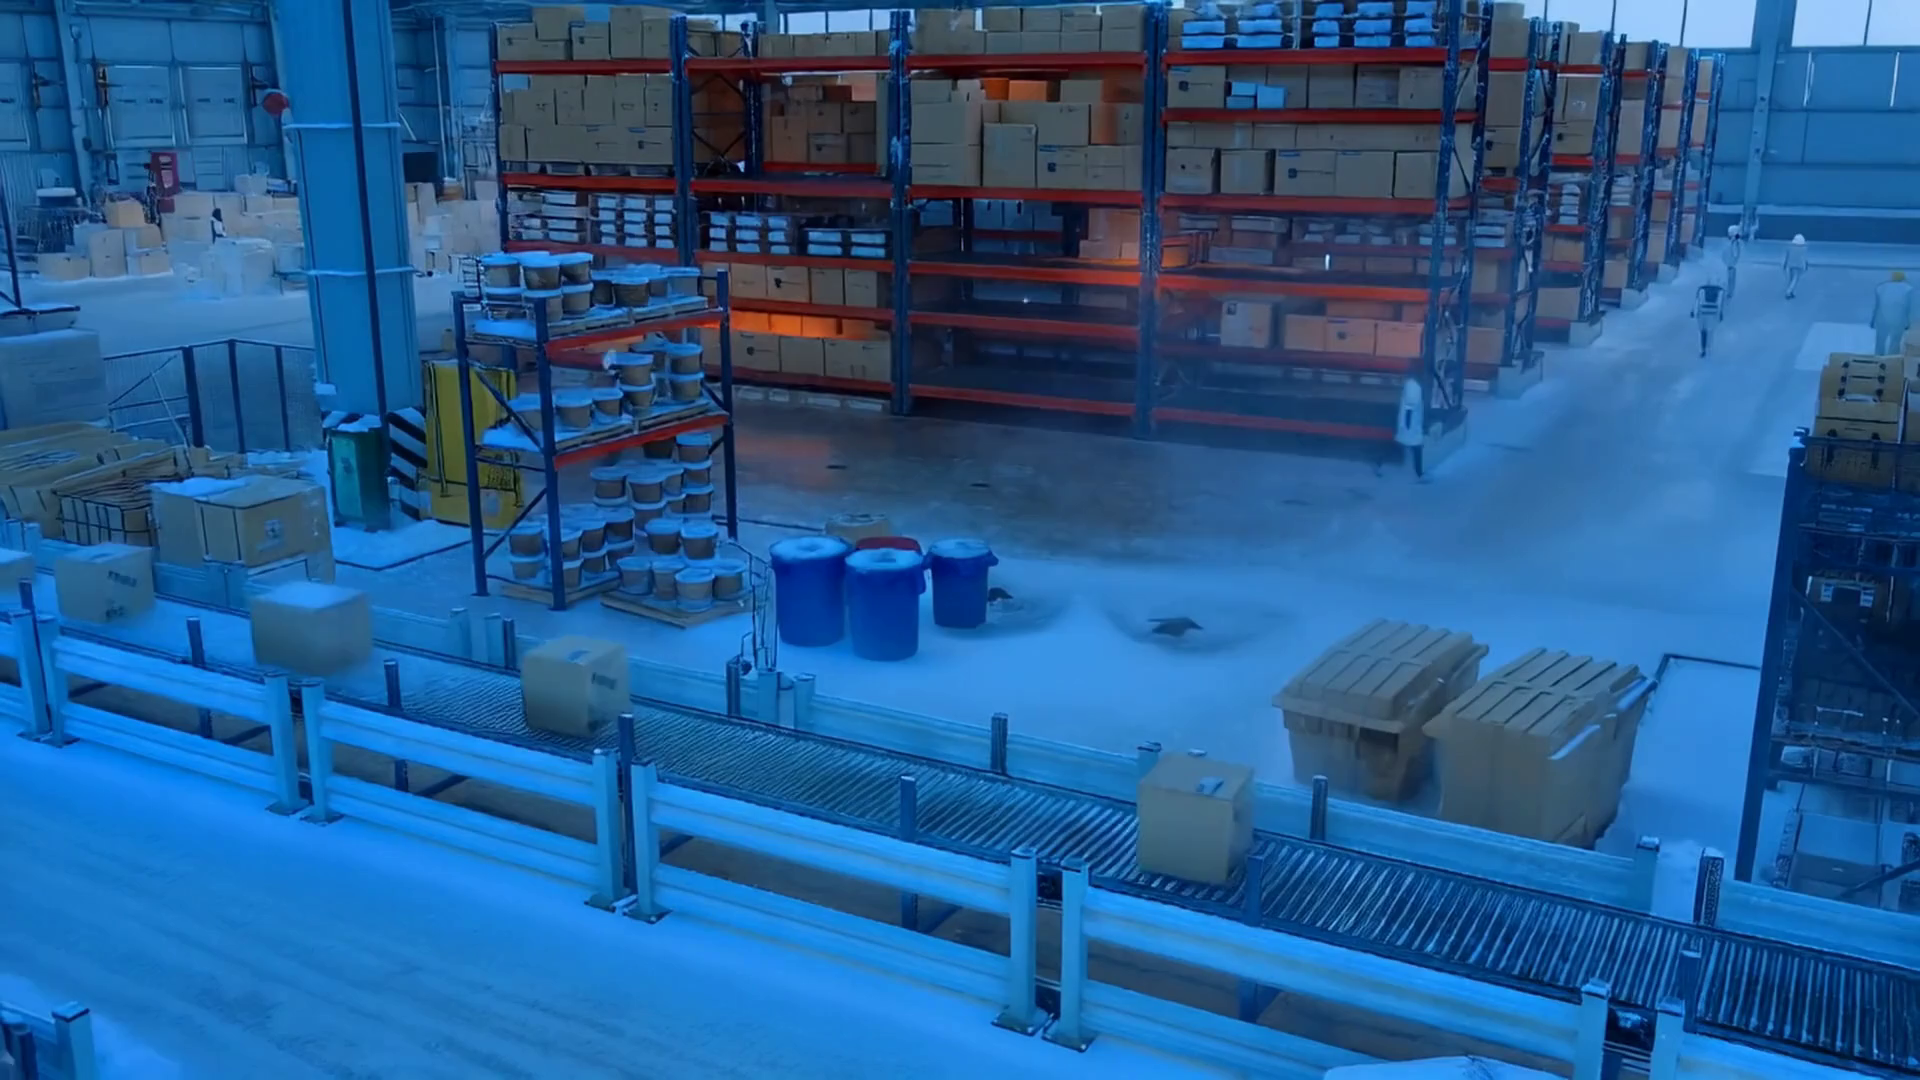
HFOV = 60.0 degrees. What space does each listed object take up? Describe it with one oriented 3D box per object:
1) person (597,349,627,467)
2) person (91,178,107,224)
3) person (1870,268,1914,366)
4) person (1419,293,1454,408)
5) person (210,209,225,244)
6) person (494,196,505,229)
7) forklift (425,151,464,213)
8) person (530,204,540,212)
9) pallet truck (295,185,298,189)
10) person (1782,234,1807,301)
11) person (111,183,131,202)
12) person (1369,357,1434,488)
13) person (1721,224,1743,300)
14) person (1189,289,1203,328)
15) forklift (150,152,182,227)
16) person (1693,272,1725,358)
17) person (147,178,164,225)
[{"bbox_3d":[-4.282,-1.454,20.599,0.423,1.813,0.612,8,17,29],"label":"person"},{"bbox_3d":[-31.743,-12.349,61.329,0.542,1.937,0.360,-2,15,-6],"label":"person"},{"bbox_3d":[16.756,-3.962,29.966,0.667,1.847,1.005,9,17,31],"label":"person"},{"bbox_3d":[7.286,-2.846,25.603,0.372,1.940,0.629,-7,17,-26],"label":"person"},{"bbox_3d":[-20.410,-8.191,45.876,0.508,1.846,0.345,10,18,33],"label":"person"},{"bbox_3d":[-14.285,-9.712,51.545,0.604,1.872,0.970,10,18,33],"label":"person"},{"bbox_3d":[-20.276,-13.633,64.351,1.873,2.768,1.129,1,15,2],"label":"forklift"},{"bbox_3d":[-11.859,-8.488,46.833,0.598,1.921,0.636,9,17,30],"label":"person"},{"bbox_3d":[-26.804,-14.617,69.738,1.885,1.965,0.823,-14,20,-42],"label":"pallet truck"},{"bbox_3d":[20.325,-6.645,40.532,0.793,1.606,0.506,-10,18,-32],"label":"person"},{"bbox_3d":[-29.682,-11.690,58.929,0.655,1.903,0.910,-8,17,-28],"label":"person"},{"bbox_3d":[5.629,-1.503,21.077,0.755,1.665,0.529,2,15,7],"label":"person"},{"bbox_3d":[18.779,-6.772,40.547,0.429,1.845,0.622,2,15,7],"label":"person"},{"bbox_3d":[5.028,-5.350,35.157,0.518,1.868,0.665,1,15,5],"label":"person"},{"bbox_3d":[-29.895,-13.215,62.780,1.873,2.768,1.129,8,17,28],"label":"forklift"},{"bbox_3d":[14.260,-4.294,31.672,0.513,1.613,0.785,3,15,12],"label":"person"},{"bbox_3d":[-30.248,-12.663,62.611,0.346,1.882,0.578,13,20,41],"label":"person"}]
